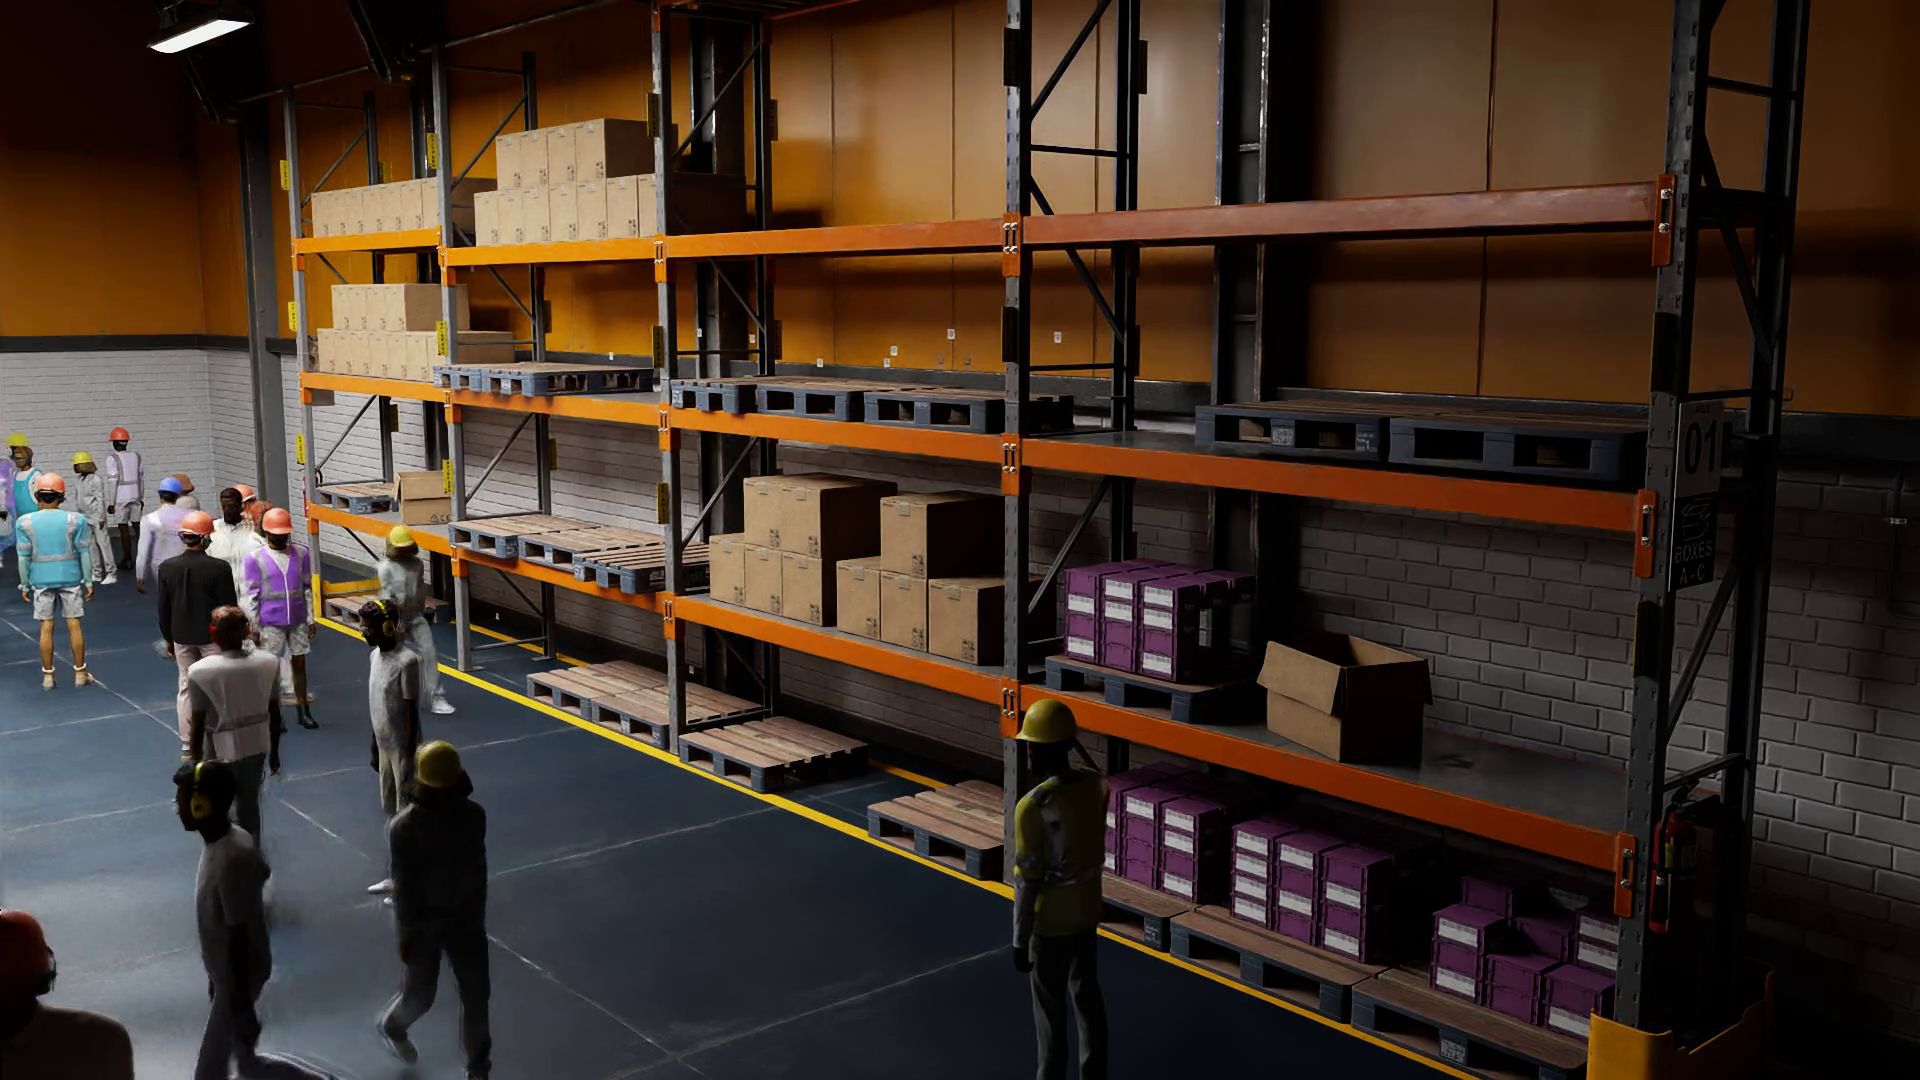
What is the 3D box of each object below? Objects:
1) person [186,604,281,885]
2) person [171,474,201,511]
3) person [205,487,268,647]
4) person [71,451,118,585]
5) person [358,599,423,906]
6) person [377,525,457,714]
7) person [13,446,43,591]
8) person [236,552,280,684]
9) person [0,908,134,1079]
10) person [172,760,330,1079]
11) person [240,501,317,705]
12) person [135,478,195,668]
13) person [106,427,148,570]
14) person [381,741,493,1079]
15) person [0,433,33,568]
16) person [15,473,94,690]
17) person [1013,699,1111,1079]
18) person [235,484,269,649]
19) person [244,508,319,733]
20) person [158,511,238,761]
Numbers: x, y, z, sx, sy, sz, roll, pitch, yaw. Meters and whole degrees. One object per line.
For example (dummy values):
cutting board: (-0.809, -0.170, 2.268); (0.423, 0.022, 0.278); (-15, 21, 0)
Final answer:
person: (-4.350, 1.300, 10.039); (0.533, 1.826, 0.587); (6, 10, 37)
person: (-9.084, 0.037, 19.535); (0.279, 1.627, 0.505); (1, 8, 8)
person: (-6.775, 0.454, 15.617); (0.590, 1.918, 0.389); (-2, 8, -10)
person: (-11.185, -0.282, 21.401); (0.495, 1.730, 0.388); (3, 9, 22)
person: (-3.463, 1.276, 10.136); (0.521, 1.856, 0.351); (8, 11, 43)
person: (-4.776, 0.721, 14.485); (0.824, 1.705, 0.495); (6, 10, 38)
person: (-11.720, -0.272, 20.964); (0.501, 1.839, 0.341); (4, 9, 28)
person: (-6.609, 0.589, 15.724); (0.556, 1.610, 0.566); (-1, 8, -7)
person: (-2.642, 1.990, 4.719); (0.627, 1.985, 0.409); (-3, 9, -21)
person: (-2.858, 1.775, 6.730); (0.745, 1.842, 0.514); (-3, 9, -21)
person: (-6.141, 0.571, 14.991); (0.702, 1.858, 0.596); (-3, 9, -23)
person: (-7.931, 0.327, 16.609); (0.967, 1.873, 0.644); (6, 10, 34)
person: (-11.371, -0.565, 22.634); (0.375, 1.935, 0.550); (4, 9, 24)
person: (-2.414, 1.711, 7.597); (0.496, 1.706, 0.728); (-8, 11, -44)
person: (-12.722, -0.502, 22.353); (0.790, 1.899, 0.593); (1, 8, 8)
person: (-8.496, 0.386, 15.650); (0.614, 2.042, 0.373); (-3, 9, -22)
person: (0.424, 1.647, 7.357); (0.404, 1.917, 0.583); (8, 11, 44)
person: (-7.433, 0.288, 17.387); (0.361, 1.742, 0.572); (3, 9, 19)
person: (-5.727, 0.677, 14.066); (0.550, 1.923, 0.391); (-7, 11, -42)
person: (-6.008, 0.764, 13.195); (0.622, 1.992, 0.394); (0, 8, 2)
